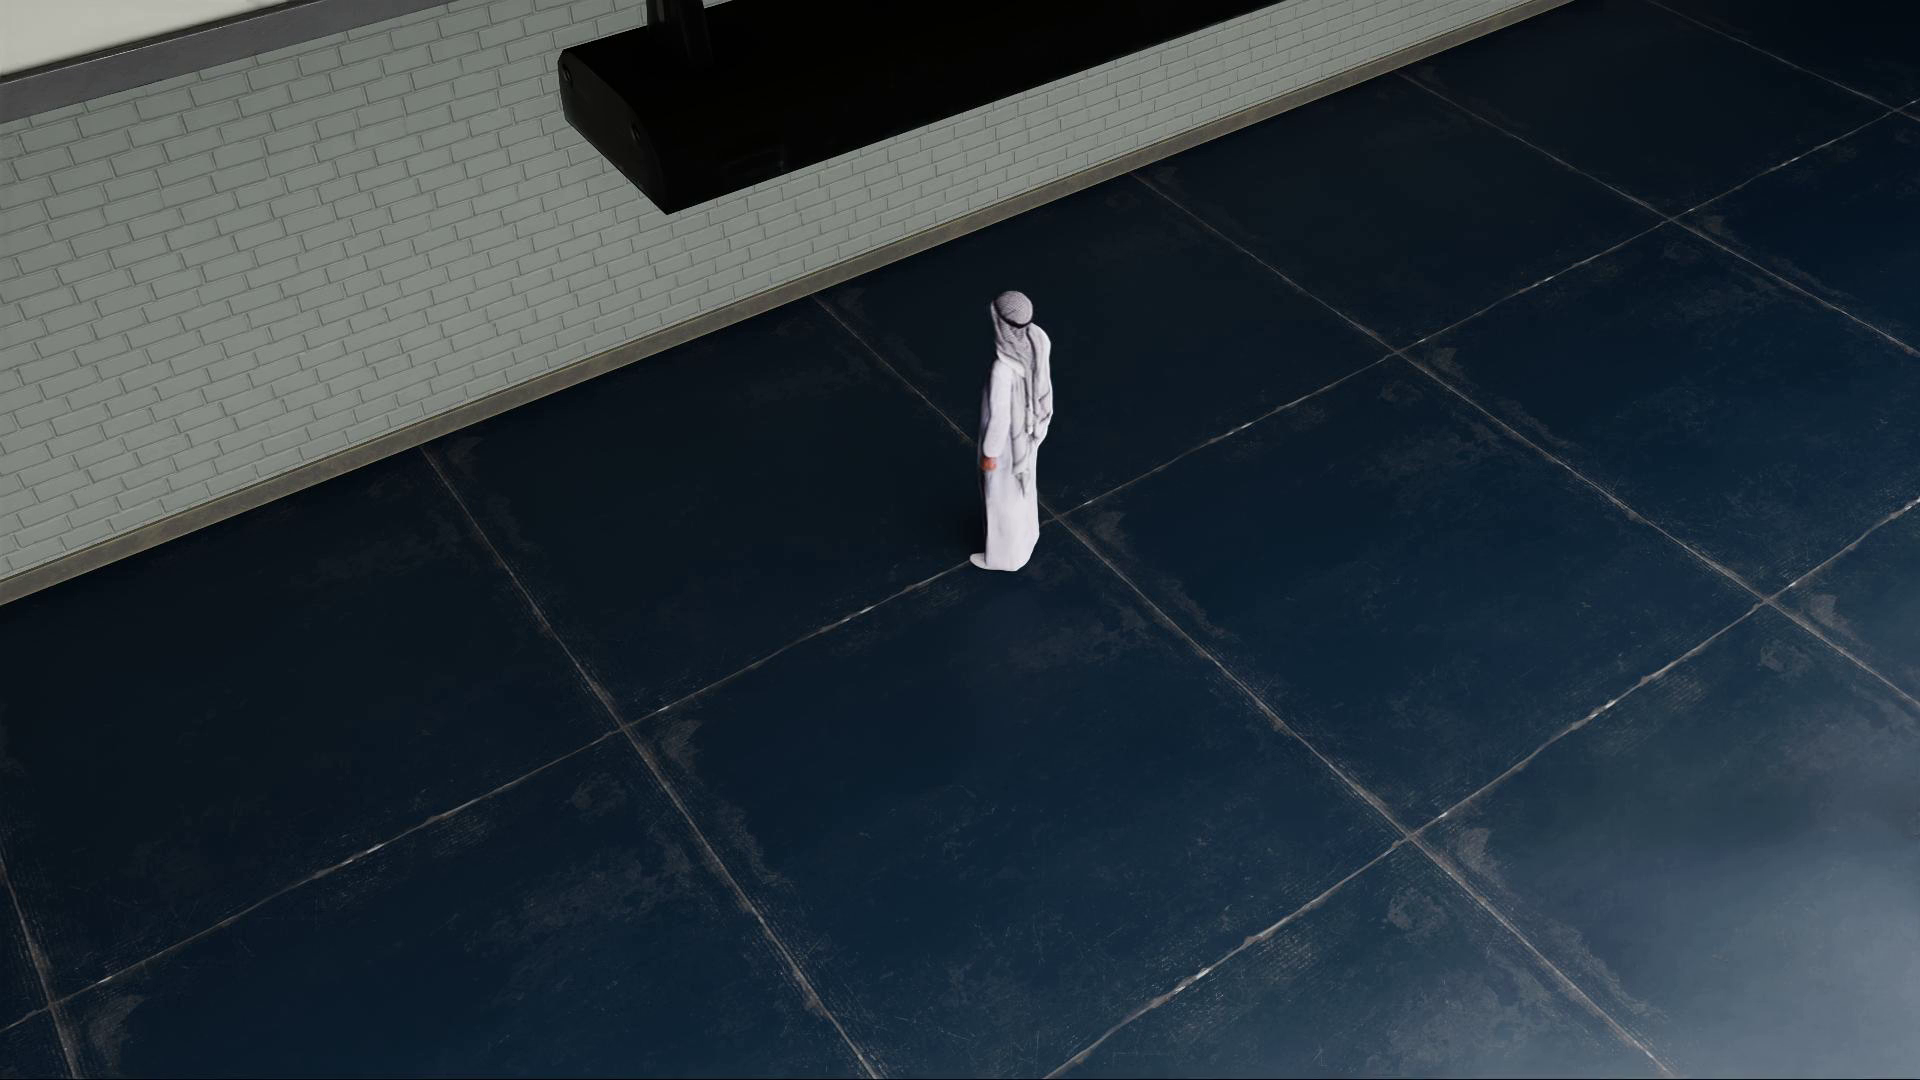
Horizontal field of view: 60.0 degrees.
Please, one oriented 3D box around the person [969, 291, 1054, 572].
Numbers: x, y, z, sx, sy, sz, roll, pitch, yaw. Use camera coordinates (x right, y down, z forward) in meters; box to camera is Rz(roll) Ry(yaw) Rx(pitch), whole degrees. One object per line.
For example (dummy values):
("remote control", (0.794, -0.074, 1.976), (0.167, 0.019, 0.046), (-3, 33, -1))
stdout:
("person", (0.290, -0.609, 9.481), (0.810, 1.927, 0.793), (18, 46, 19))
